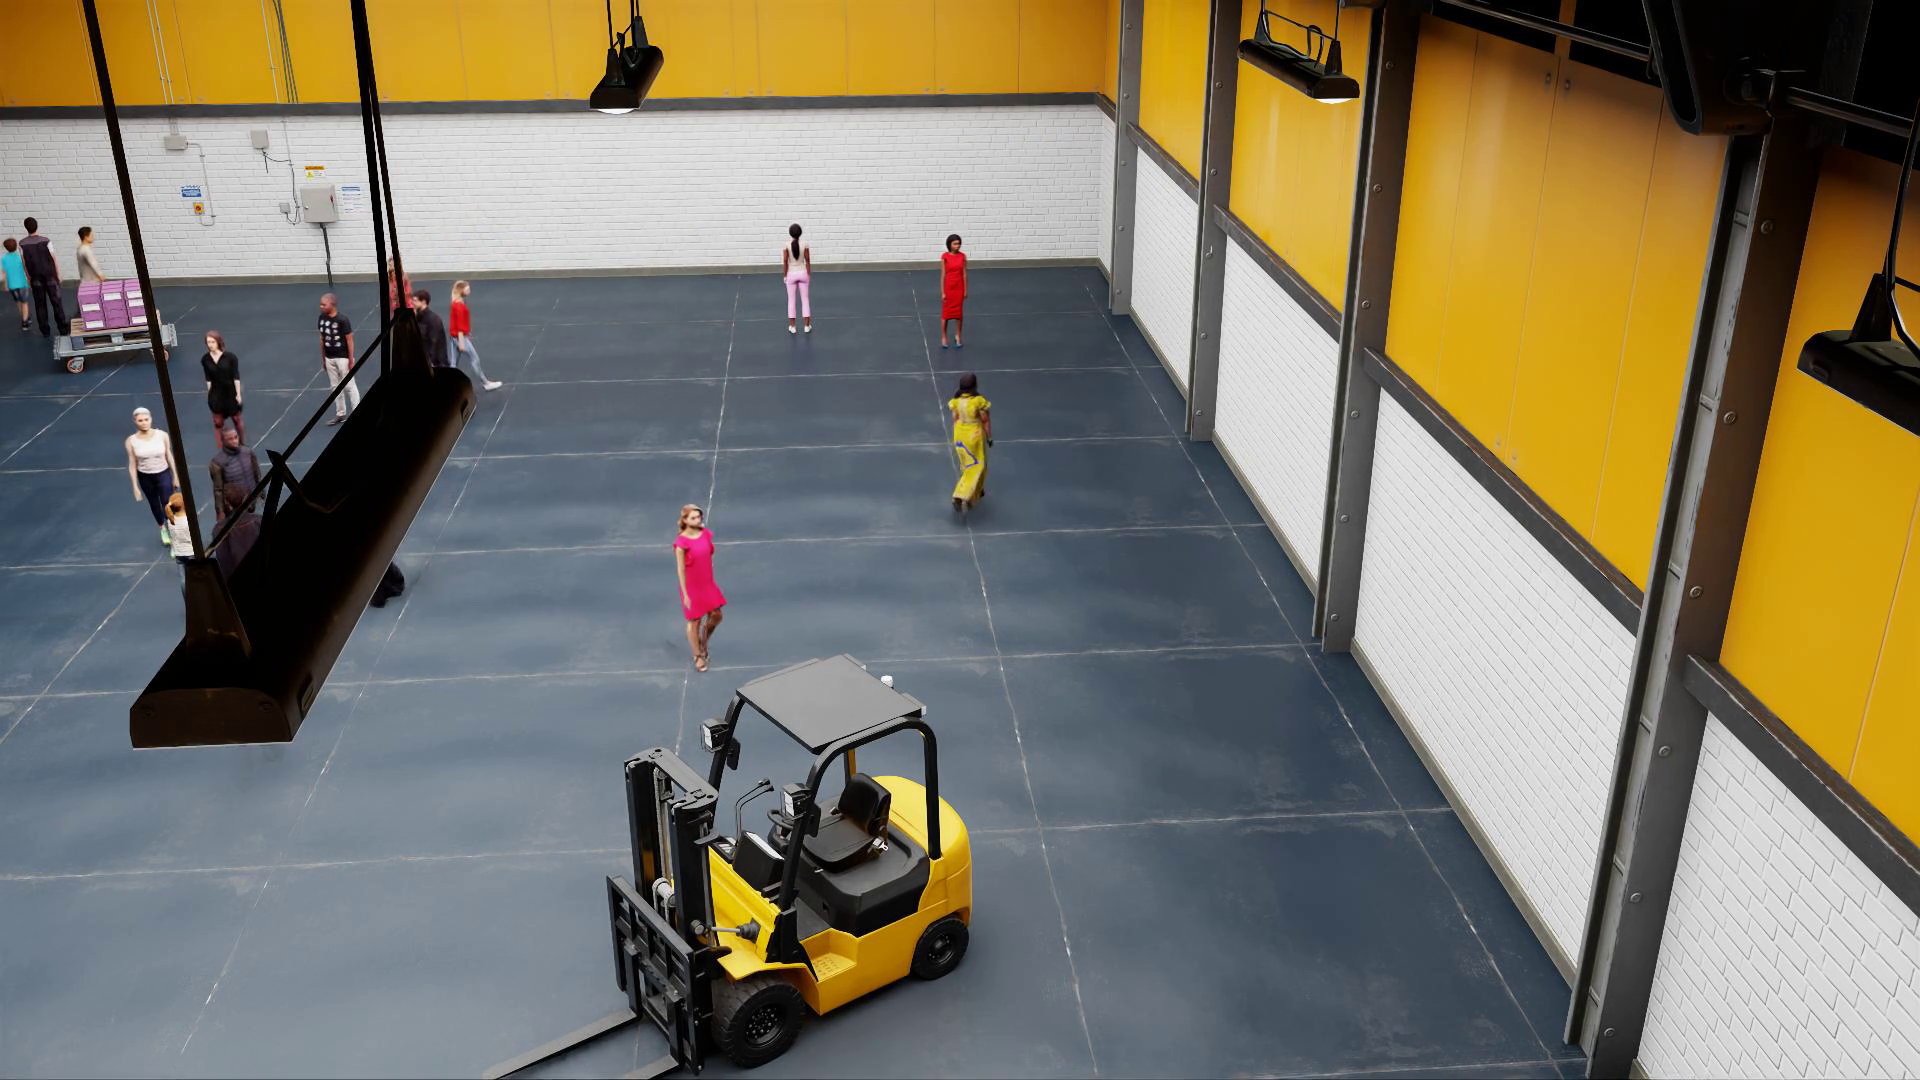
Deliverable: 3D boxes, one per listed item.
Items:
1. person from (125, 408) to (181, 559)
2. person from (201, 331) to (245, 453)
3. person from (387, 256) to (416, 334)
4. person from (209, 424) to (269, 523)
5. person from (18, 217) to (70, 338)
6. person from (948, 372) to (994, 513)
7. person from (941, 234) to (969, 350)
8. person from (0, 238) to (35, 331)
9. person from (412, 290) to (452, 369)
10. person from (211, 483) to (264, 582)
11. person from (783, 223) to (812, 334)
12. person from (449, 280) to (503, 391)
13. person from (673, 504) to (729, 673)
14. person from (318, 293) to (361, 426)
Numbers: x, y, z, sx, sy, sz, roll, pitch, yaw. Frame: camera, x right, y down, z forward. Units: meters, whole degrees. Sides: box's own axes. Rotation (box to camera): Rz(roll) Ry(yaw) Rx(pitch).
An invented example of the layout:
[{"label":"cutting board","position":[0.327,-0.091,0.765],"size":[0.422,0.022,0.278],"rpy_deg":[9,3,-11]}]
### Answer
[{"label":"person","position":[-8.800,-0.647,18.169],"size":[0.951,1.649,1.275],"rpy_deg":[-12,26,-25]},{"label":"person","position":[-9.158,-1.819,20.812],"size":[0.643,1.679,0.960],"rpy_deg":[-4,24,-10]},{"label":"person","position":[-8.112,-3.310,24.219],"size":[0.719,1.683,0.999],"rpy_deg":[3,24,6]},{"label":"person","position":[-7.548,-0.353,17.313],"size":[1.122,1.795,1.221],"rpy_deg":[9,25,19]},{"label":"person","position":[-14.208,-4.080,25.773],"size":[0.688,1.848,0.652],"rpy_deg":[-7,25,-17]},{"label":"person","position":[0.101,-1.111,19.253],"size":[1.159,1.632,1.254],"rpy_deg":[15,28,31]},{"label":"person","position":[-0.104,-3.779,25.218],"size":[0.611,1.741,0.572],"rpy_deg":[-7,25,-16]},{"label":"person","position":[-14.800,-3.987,26.111],"size":[0.617,1.409,0.993],"rpy_deg":[-6,24,-13]},{"label":"person","position":[-6.873,-2.413,22.028],"size":[1.211,1.795,1.282],"rpy_deg":[18,29,35]},{"label":"person","position":[-6.543,0.420,15.452],"size":[0.966,1.870,1.296],"rpy_deg":[-11,26,-23]},{"label":"person","position":[-2.537,-4.098,25.955],"size":[0.585,1.737,0.539],"rpy_deg":[-4,24,-10]},{"label":"person","position":[-6.985,-2.757,22.997],"size":[0.989,1.647,1.063],"rpy_deg":[-12,27,-26]},{"label":"person","position":[-2.524,0.421,15.639],"size":[0.789,1.718,0.734],"rpy_deg":[21,31,39]},{"label":"person","position":[-8.191,-2.393,21.970],"size":[0.747,1.803,0.749],"rpy_deg":[8,25,18]}]
